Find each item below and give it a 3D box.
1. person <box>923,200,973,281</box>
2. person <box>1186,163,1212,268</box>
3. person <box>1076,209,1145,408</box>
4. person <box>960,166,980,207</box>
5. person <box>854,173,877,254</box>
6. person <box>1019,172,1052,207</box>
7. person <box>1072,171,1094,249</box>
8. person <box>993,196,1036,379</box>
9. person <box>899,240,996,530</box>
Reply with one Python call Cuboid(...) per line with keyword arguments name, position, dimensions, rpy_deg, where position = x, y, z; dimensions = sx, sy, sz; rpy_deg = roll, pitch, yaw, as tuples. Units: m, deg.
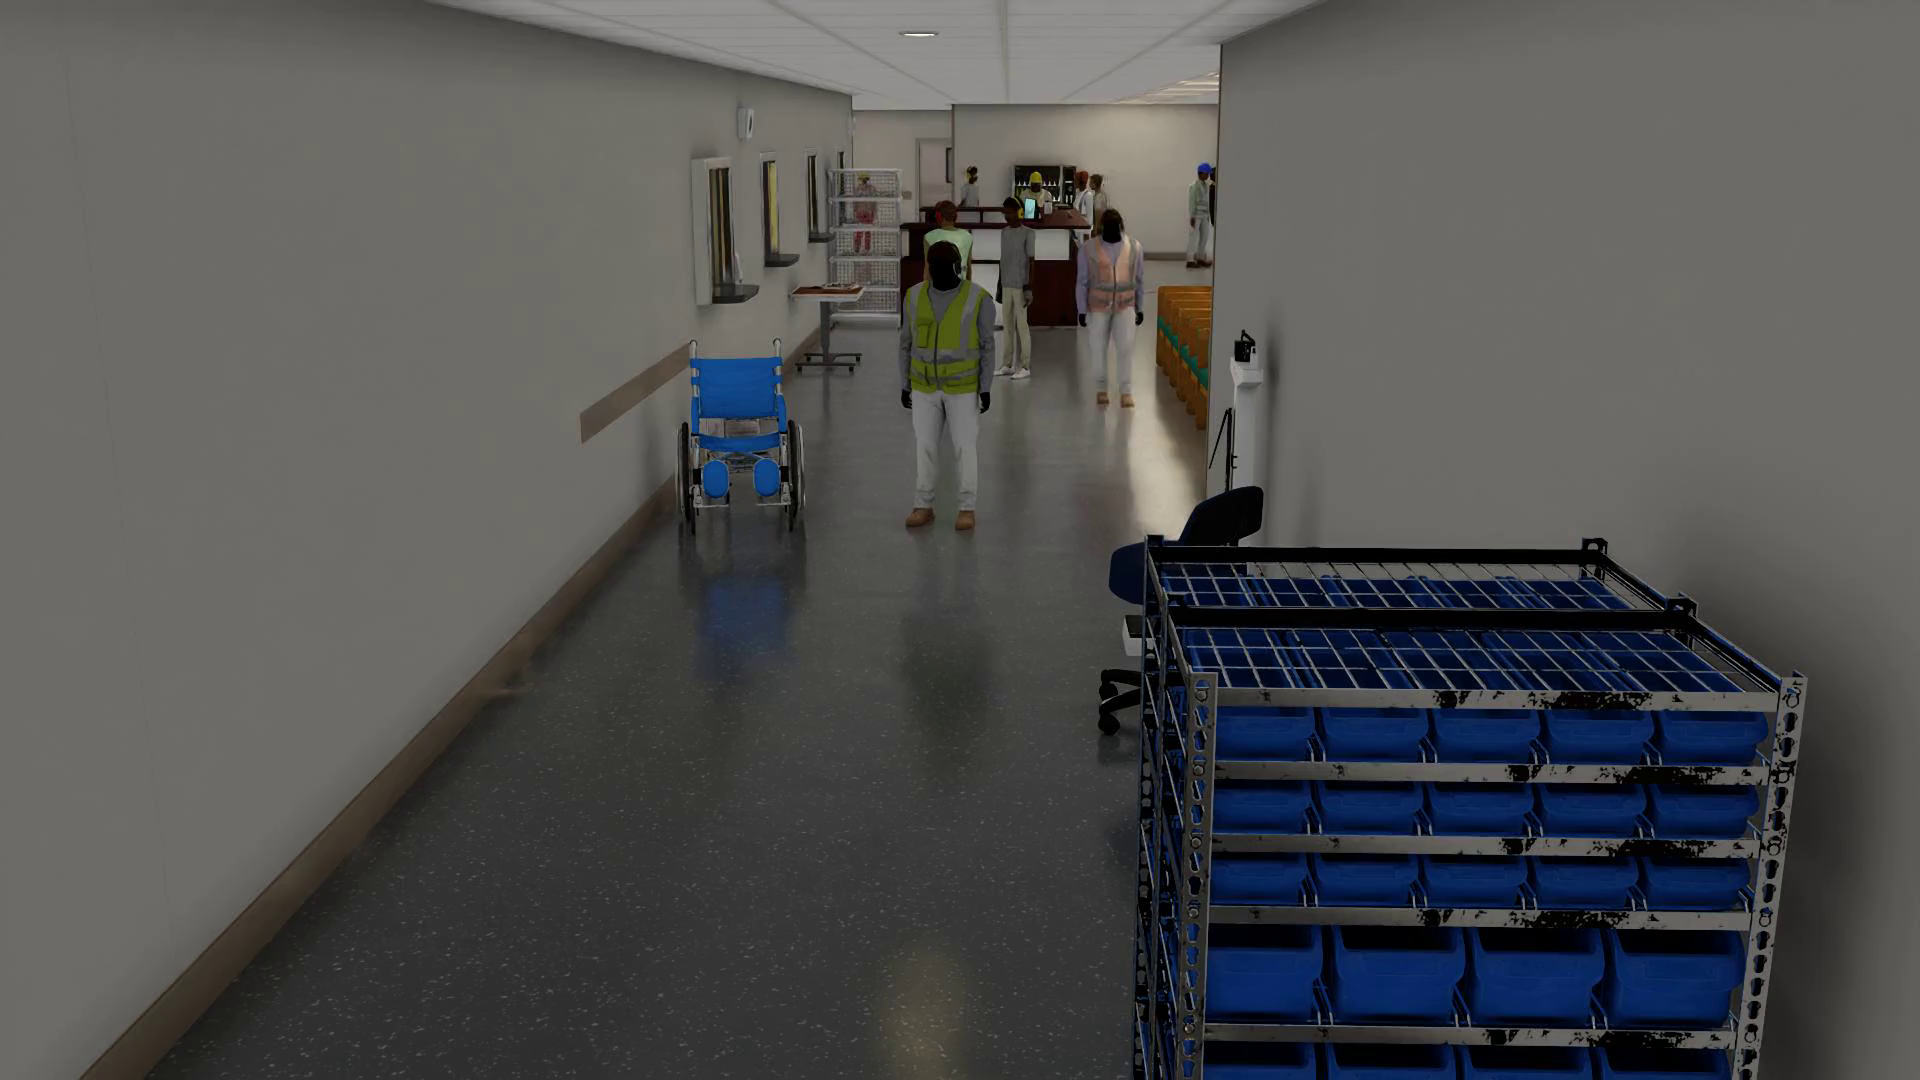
Cuboid(name="person", position=(-0.114, -2.488, 16.761), dimensions=(0.560, 1.837, 0.389), rpy_deg=(-9, 17, -34))
Cuboid(name="person", position=(4.463, -6.023, 30.903), dimensions=(0.426, 1.937, 0.626), rpy_deg=(11, 18, 38))
Cuboid(name="person", position=(1.397, -2.111, 15.277), dimensions=(0.646, 1.805, 0.850), rpy_deg=(0, 14, -2))
Cuboid(name="person", position=(0.224, -6.106, 31.412), dimensions=(0.384, 1.849, 0.526), rpy_deg=(8, 16, 30))
Cuboid(name="person", position=(-1.914, -6.626, 33.726), dimensions=(0.524, 1.755, 0.359), rpy_deg=(-5, 15, -19))
Cuboid(name="person", position=(1.293, -5.421, 28.685), dimensions=(0.597, 1.824, 0.403), rpy_deg=(1, 14, 4))
Cuboid(name="person", position=(1.963, -4.962, 26.689), dimensions=(0.340, 1.881, 0.586), rpy_deg=(-3, 14, -13))
Cuboid(name="person", position=(0.554, -2.588, 17.100), dimensions=(0.329, 1.865, 0.515), rpy_deg=(-12, 19, -41))
Cuboid(name="person", position=(-0.094, -0.980, 10.615), dimensions=(0.629, 1.842, 0.429), rpy_deg=(4, 14, 17))
